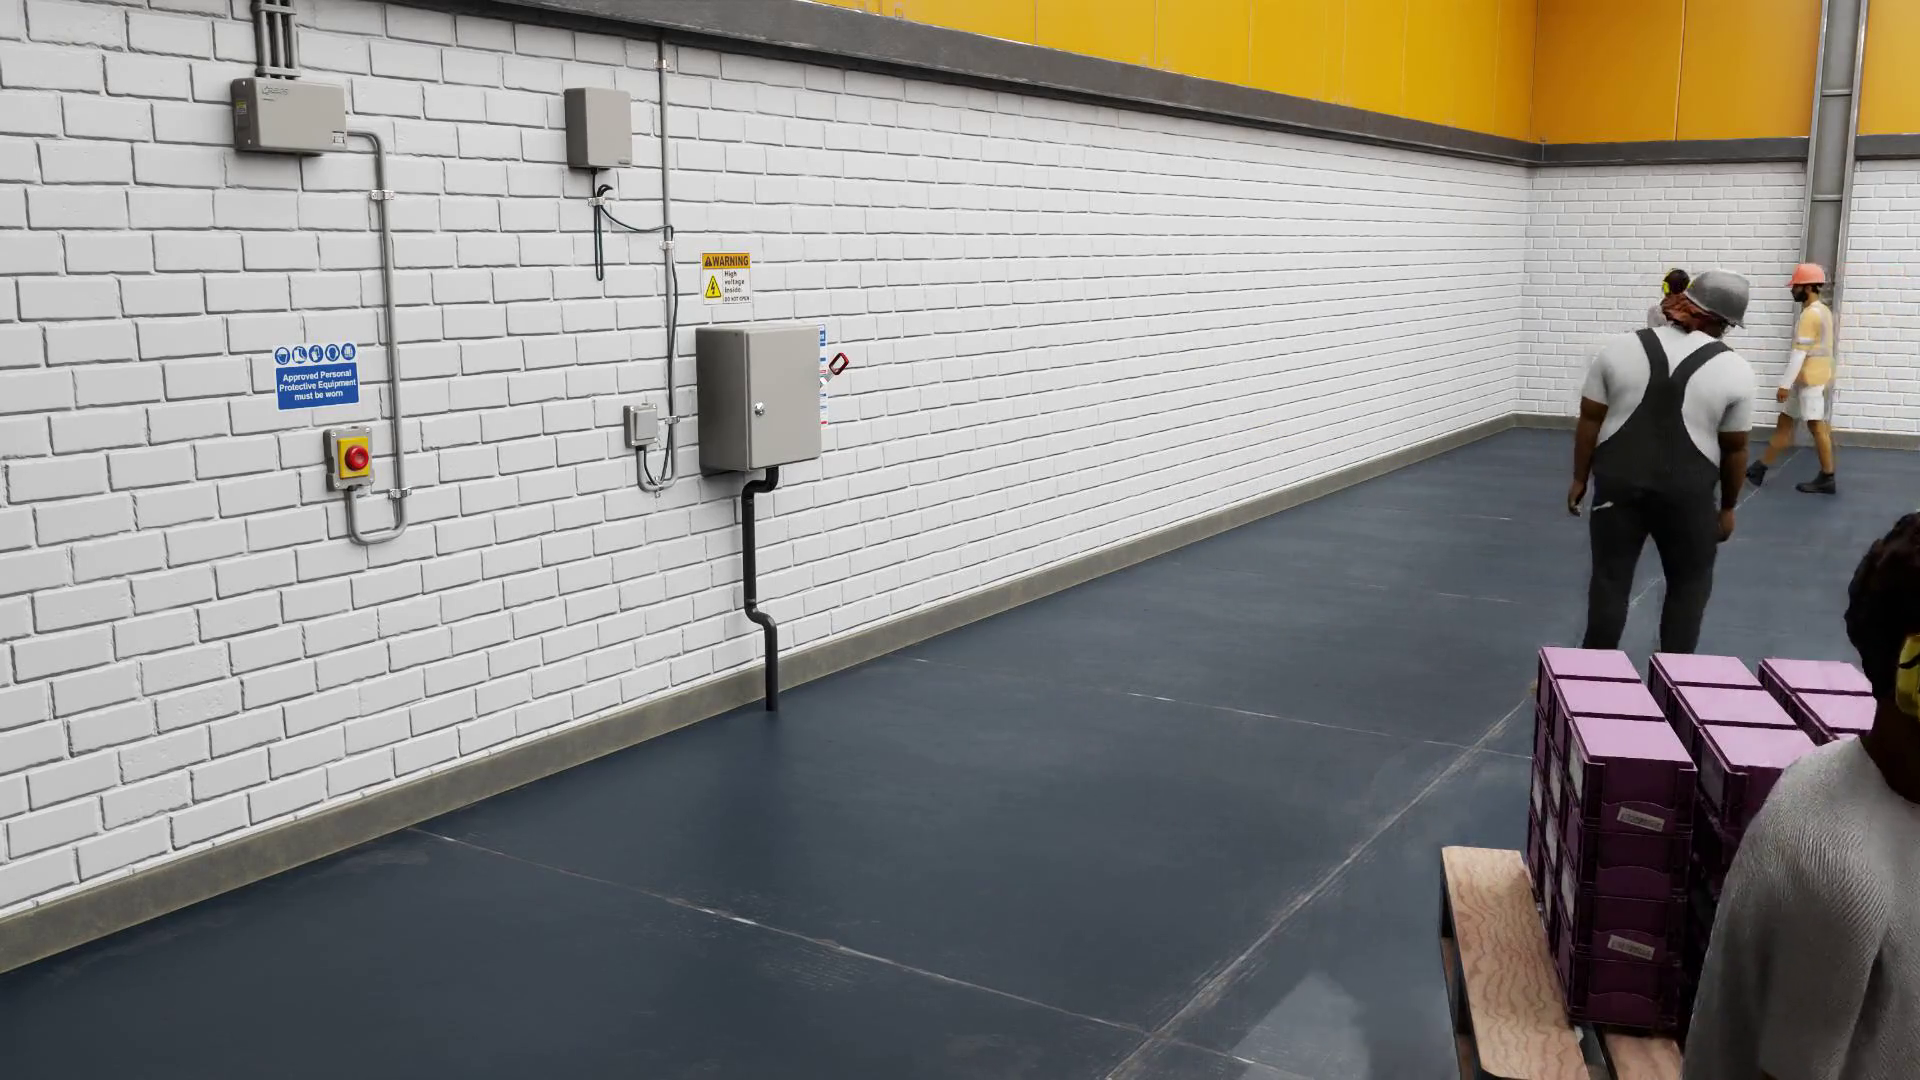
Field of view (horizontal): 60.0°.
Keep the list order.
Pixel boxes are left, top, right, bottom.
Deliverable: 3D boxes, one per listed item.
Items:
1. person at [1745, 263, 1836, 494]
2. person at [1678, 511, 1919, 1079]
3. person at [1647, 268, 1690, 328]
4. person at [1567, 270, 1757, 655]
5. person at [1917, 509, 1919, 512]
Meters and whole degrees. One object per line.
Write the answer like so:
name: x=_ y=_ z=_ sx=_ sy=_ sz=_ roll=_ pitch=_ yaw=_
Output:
person: x=6.932 y=-1.343 z=13.898 sx=0.930 sy=1.895 sz=0.574 roll=6 pitch=12 yaw=32
person: x=0.875 y=0.841 z=2.030 sx=0.827 sy=1.832 sz=0.525 roll=7 pitch=12 yaw=35
person: x=6.278 y=-1.488 z=14.837 sx=0.555 sy=1.846 sz=0.767 roll=-1 pitch=10 yaw=-5
person: x=3.105 y=-0.258 z=7.500 sx=0.819 sy=2.000 sz=0.534 roll=6 pitch=12 yaw=30
person: x=4.049 y=0.078 z=6.763 sx=0.498 sy=1.634 sz=0.283 roll=-4 pitch=11 yaw=-20
